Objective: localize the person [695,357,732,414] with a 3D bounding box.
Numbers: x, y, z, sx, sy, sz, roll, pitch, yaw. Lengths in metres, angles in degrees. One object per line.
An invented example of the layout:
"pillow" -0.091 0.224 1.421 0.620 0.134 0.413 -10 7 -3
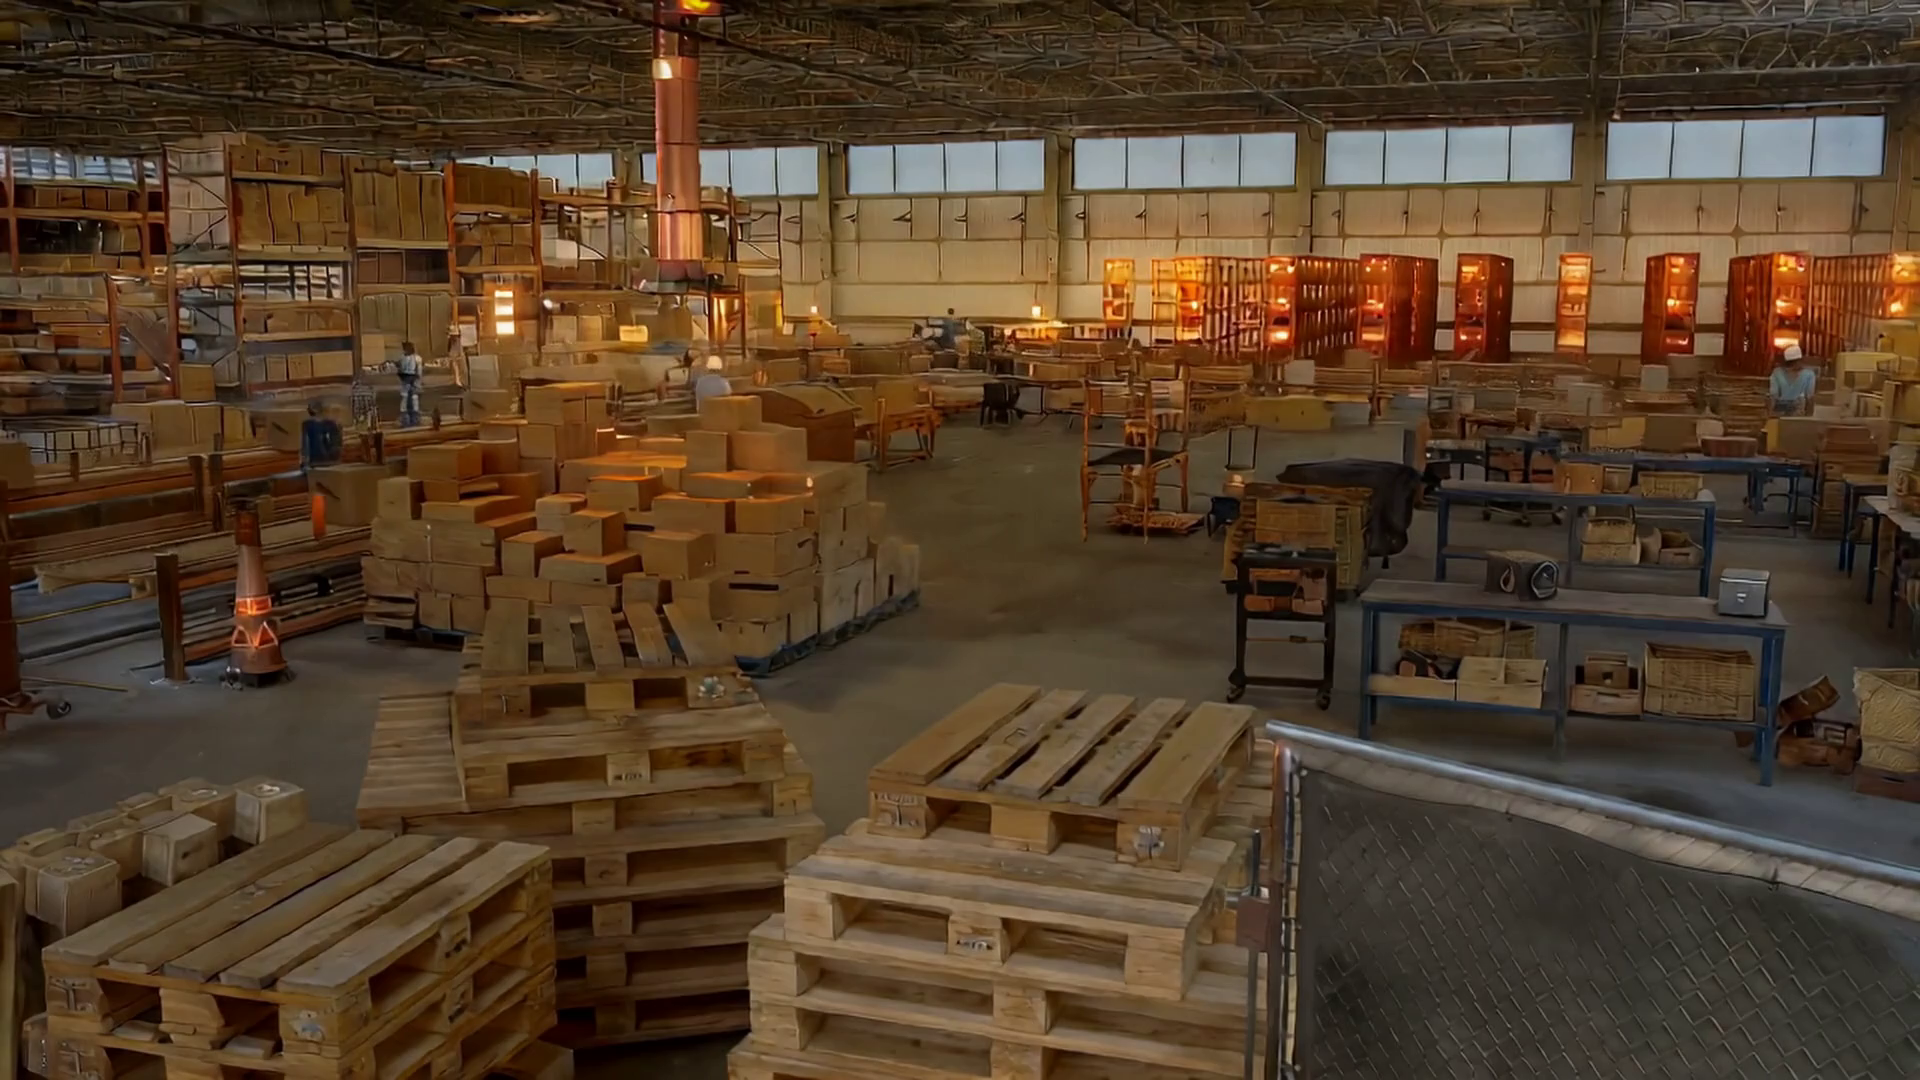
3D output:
"person" -3.744 -1.918 25.583 0.621 1.776 0.956 4 10 22

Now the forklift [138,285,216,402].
"forklift" -17.480 -4.200 36.461 1.873 2.768 1.129 3 10 19

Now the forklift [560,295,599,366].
"forklift" -10.726 -6.111 48.462 1.873 2.768 1.129 -2 9 -11

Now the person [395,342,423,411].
"person" -11.161 -3.174 33.720 0.538 1.695 0.320 -5 10 -28

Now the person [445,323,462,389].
"person" -13.502 -4.885 44.281 0.339 1.757 0.518 6 11 32

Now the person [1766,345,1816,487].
"person" 11.915 -1.781 23.889 0.616 2.041 0.377 4 10 25

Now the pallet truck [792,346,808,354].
"pallet truck" -3.705 -4.298 42.022 0.653 1.274 1.630 3 10 20

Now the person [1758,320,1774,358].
"person" 23.572 -5.578 48.636 1.050 1.758 0.568 5 10 29

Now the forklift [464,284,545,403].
"forklift" -10.832 -4.702 39.610 1.129 2.768 1.873 3 10 20

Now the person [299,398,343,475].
"person" -7.595 -0.912 19.863 0.504 1.602 0.849 3 10 20

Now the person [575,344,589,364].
"person" -8.601 -3.876 37.599 0.922 1.879 0.571 -3 9 -16

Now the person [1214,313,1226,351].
"person" 9.003 -7.109 58.096 0.669 1.799 0.432 4 10 21

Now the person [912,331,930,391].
"person" -0.893 -3.979 38.651 0.770 1.739 0.529 1 9 9

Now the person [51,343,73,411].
"person" -18.943 -3.343 35.026 0.346 1.617 0.519 4 10 22

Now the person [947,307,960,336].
"person" -0.237 -7.370 59.503 1.040 1.881 0.608 0 9 -3

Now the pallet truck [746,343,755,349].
"pallet truck" -6.183 -4.618 44.264 1.601 1.201 0.680 -9 12 -43
